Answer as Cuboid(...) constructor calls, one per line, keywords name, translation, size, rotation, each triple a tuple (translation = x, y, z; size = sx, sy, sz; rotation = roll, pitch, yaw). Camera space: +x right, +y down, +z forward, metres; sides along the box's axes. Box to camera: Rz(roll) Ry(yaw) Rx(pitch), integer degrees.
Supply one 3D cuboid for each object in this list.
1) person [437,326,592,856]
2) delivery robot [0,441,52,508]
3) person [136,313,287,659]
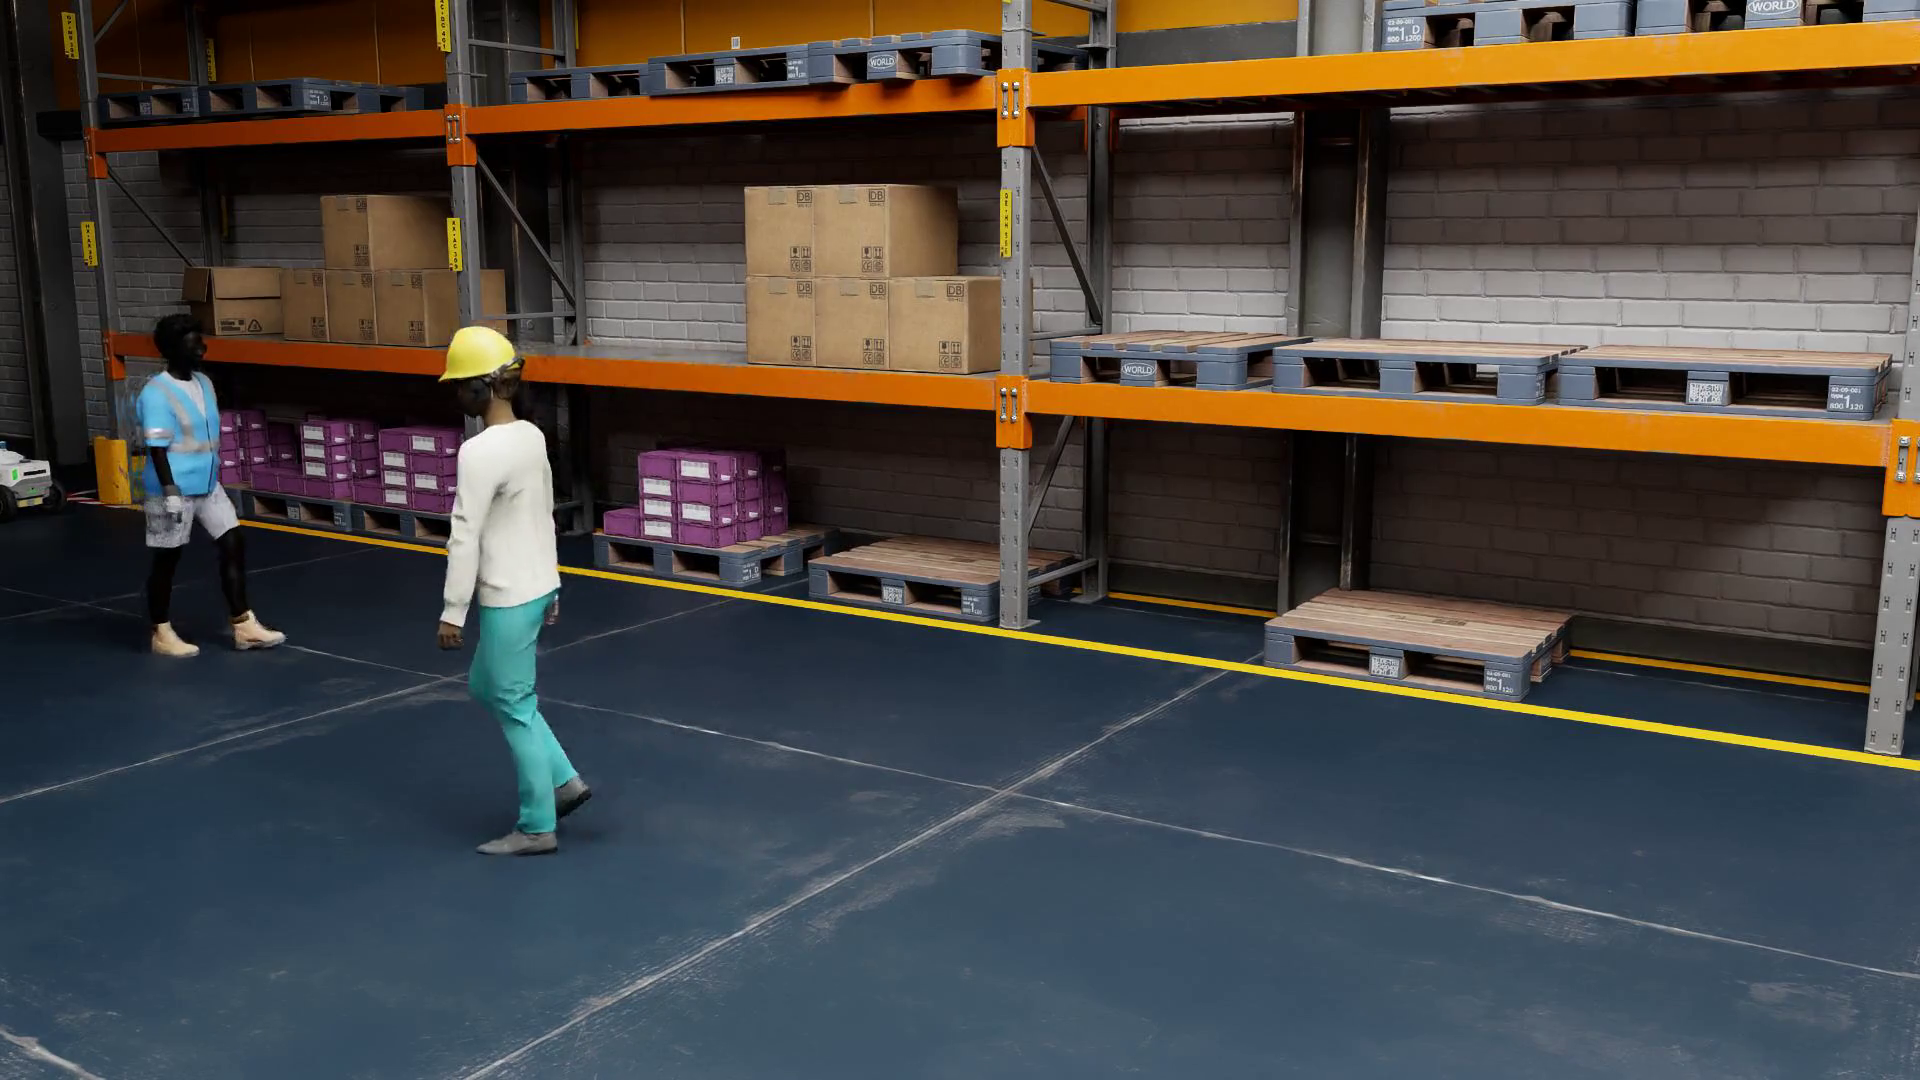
Cuboid(name="person", translation=(-1.491, 0.185, 5.423), size=(0.370, 1.753, 0.527), rotation=(1, 10, 3))
Cuboid(name="delivery robot", translation=(-7.006, -0.480, 12.149), size=(0.707, 0.478, 0.477), rotation=(4, 11, 22))
Cuboid(name="person", translation=(-3.631, -0.245, 7.999), size=(0.726, 1.666, 0.560), rotation=(2, 10, 8))
